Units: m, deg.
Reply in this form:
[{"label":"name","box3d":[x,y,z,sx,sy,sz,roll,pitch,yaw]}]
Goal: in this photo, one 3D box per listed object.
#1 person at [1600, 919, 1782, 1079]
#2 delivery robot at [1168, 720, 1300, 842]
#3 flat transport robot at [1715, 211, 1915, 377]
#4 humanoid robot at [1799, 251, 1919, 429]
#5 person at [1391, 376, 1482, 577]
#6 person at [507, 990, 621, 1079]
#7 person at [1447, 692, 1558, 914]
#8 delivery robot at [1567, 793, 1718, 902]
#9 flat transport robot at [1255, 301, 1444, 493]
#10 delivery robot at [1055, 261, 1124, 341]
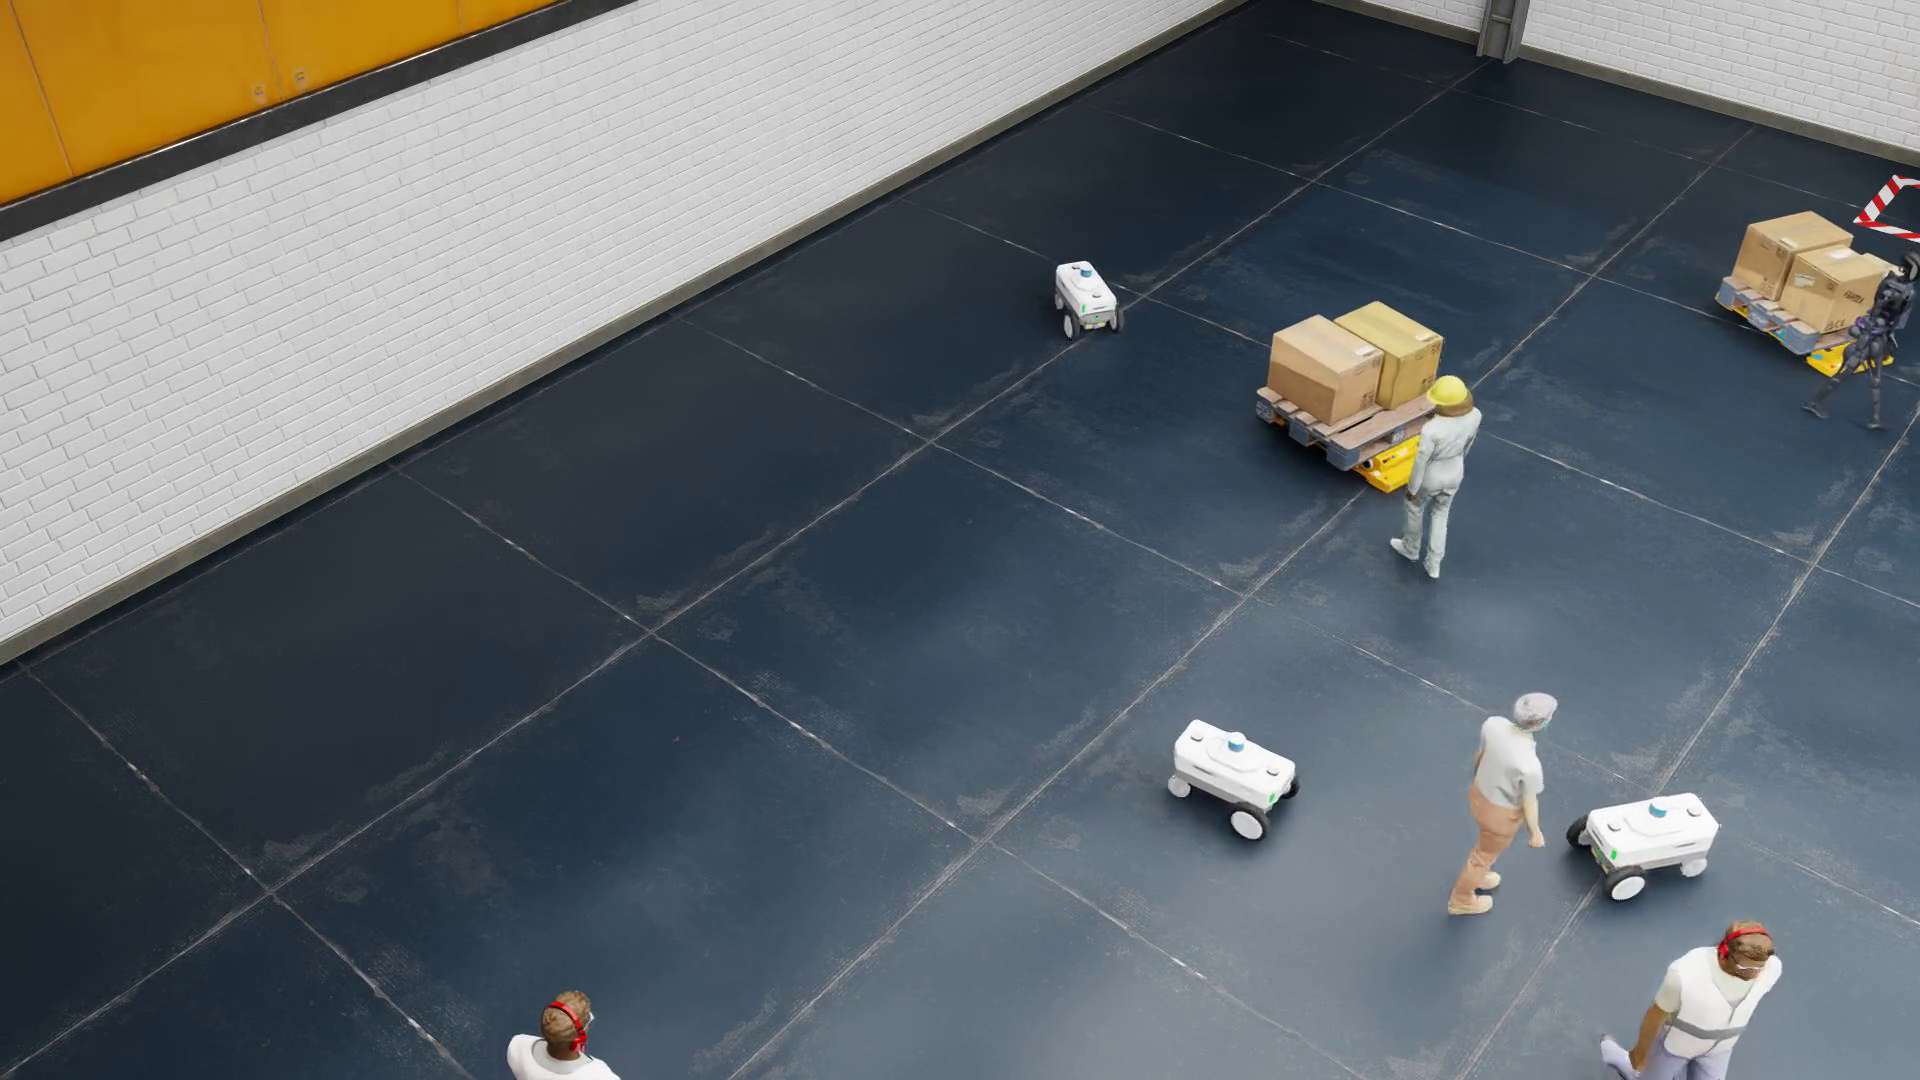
[{"label":"person","box3d":[3.531,2.371,8.115,0.588,1.813,0.766,-5,39,-6]},{"label":"delivery robot","box3d":[1.705,1.451,10.273,0.804,0.614,0.499,23,44,26]},{"label":"flat transport robot","box3d":[7.436,-1.910,14.657,0.659,0.231,1.431,-14,41,-17]},{"label":"humanoid robot","box3d":[7.251,-1.575,13.146,0.613,1.621,0.755,-27,46,-30]},{"label":"person","box3d":[3.346,-0.494,11.750,0.523,1.694,0.469,-10,40,-13]},{"label":"person","box3d":[-1.738,2.734,7.650,0.569,1.831,0.408,15,41,18]},{"label":"person","box3d":[3.083,1.490,9.271,0.510,1.729,0.492,-7,39,-9]},{"label":"delivery robot","box3d":[4.071,1.764,9.865,0.793,0.590,0.499,-8,40,-10]},{"label":"flat transport robot","box3d":[3.138,-0.900,13.404,0.659,0.231,1.431,-25,45,-27]},{"label":"delivery robot","box3d":[1.111,-2.153,14.720,0.499,0.582,0.773,-11,40,-13]}]
